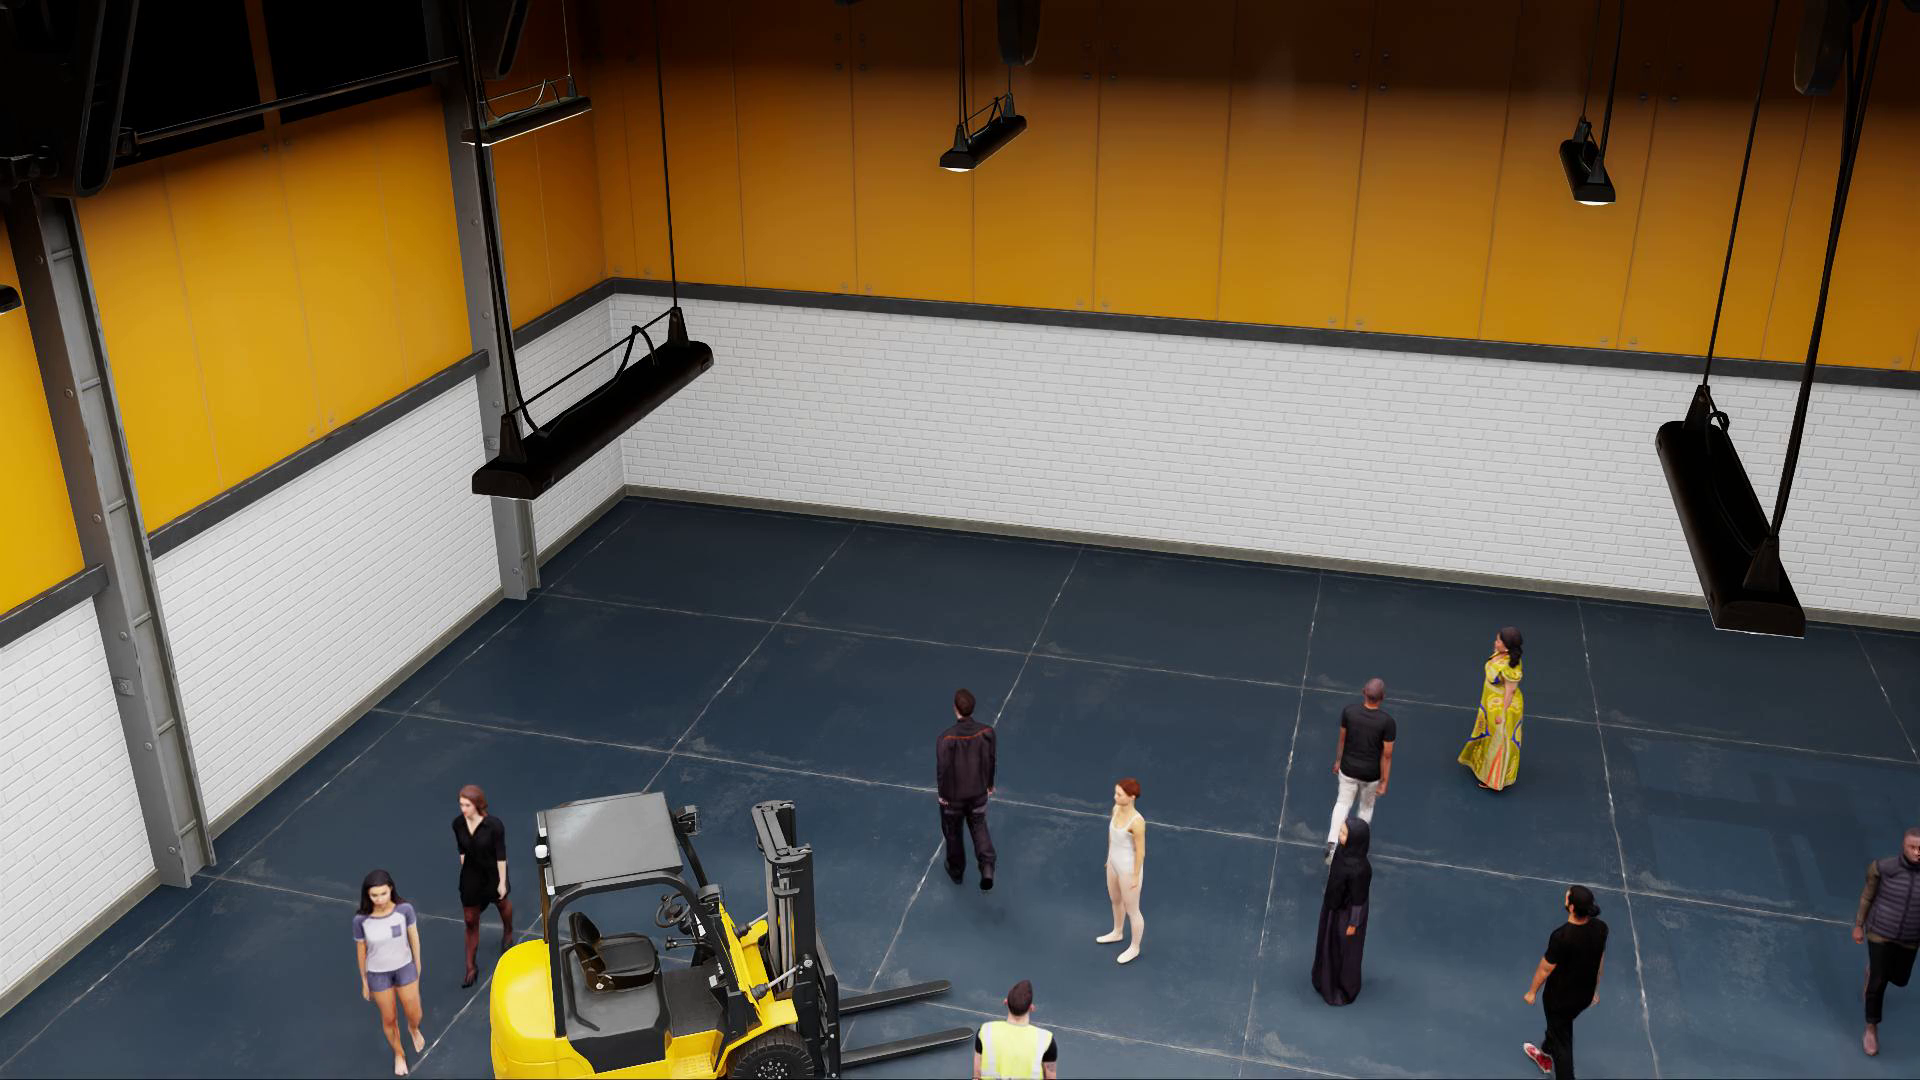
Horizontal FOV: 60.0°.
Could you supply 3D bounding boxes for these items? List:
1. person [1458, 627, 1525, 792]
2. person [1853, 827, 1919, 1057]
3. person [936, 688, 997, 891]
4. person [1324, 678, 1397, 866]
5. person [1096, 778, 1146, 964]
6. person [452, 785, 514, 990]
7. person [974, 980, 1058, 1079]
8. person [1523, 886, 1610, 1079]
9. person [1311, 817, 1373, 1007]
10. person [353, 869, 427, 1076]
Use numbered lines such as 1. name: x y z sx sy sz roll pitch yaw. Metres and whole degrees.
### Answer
1. person: 5.134 1.566 15.782 0.973 1.660 0.790 2 24 4
2. person: 7.012 2.925 12.482 0.732 1.813 1.074 8 25 17
3. person: 0.069 2.166 14.114 0.994 1.896 1.108 -8 25 -18
4. person: 3.462 2.062 14.494 0.807 1.783 1.083 12 26 25
5. person: 1.333 2.628 13.373 0.668 1.643 0.606 -13 27 -27
6. person: -3.748 2.652 13.287 0.695 1.668 1.067 3 24 6
7. person: 0.345 3.662 10.770 0.739 1.834 0.735 3 24 6
8. person: 4.371 3.271 11.786 0.908 1.737 0.974 -12 27 -26
9. person: 2.998 2.851 12.900 0.752 1.614 0.646 -3 24 -7
10. person: -4.171 3.110 12.171 0.736 1.722 0.789 -8 25 -18
